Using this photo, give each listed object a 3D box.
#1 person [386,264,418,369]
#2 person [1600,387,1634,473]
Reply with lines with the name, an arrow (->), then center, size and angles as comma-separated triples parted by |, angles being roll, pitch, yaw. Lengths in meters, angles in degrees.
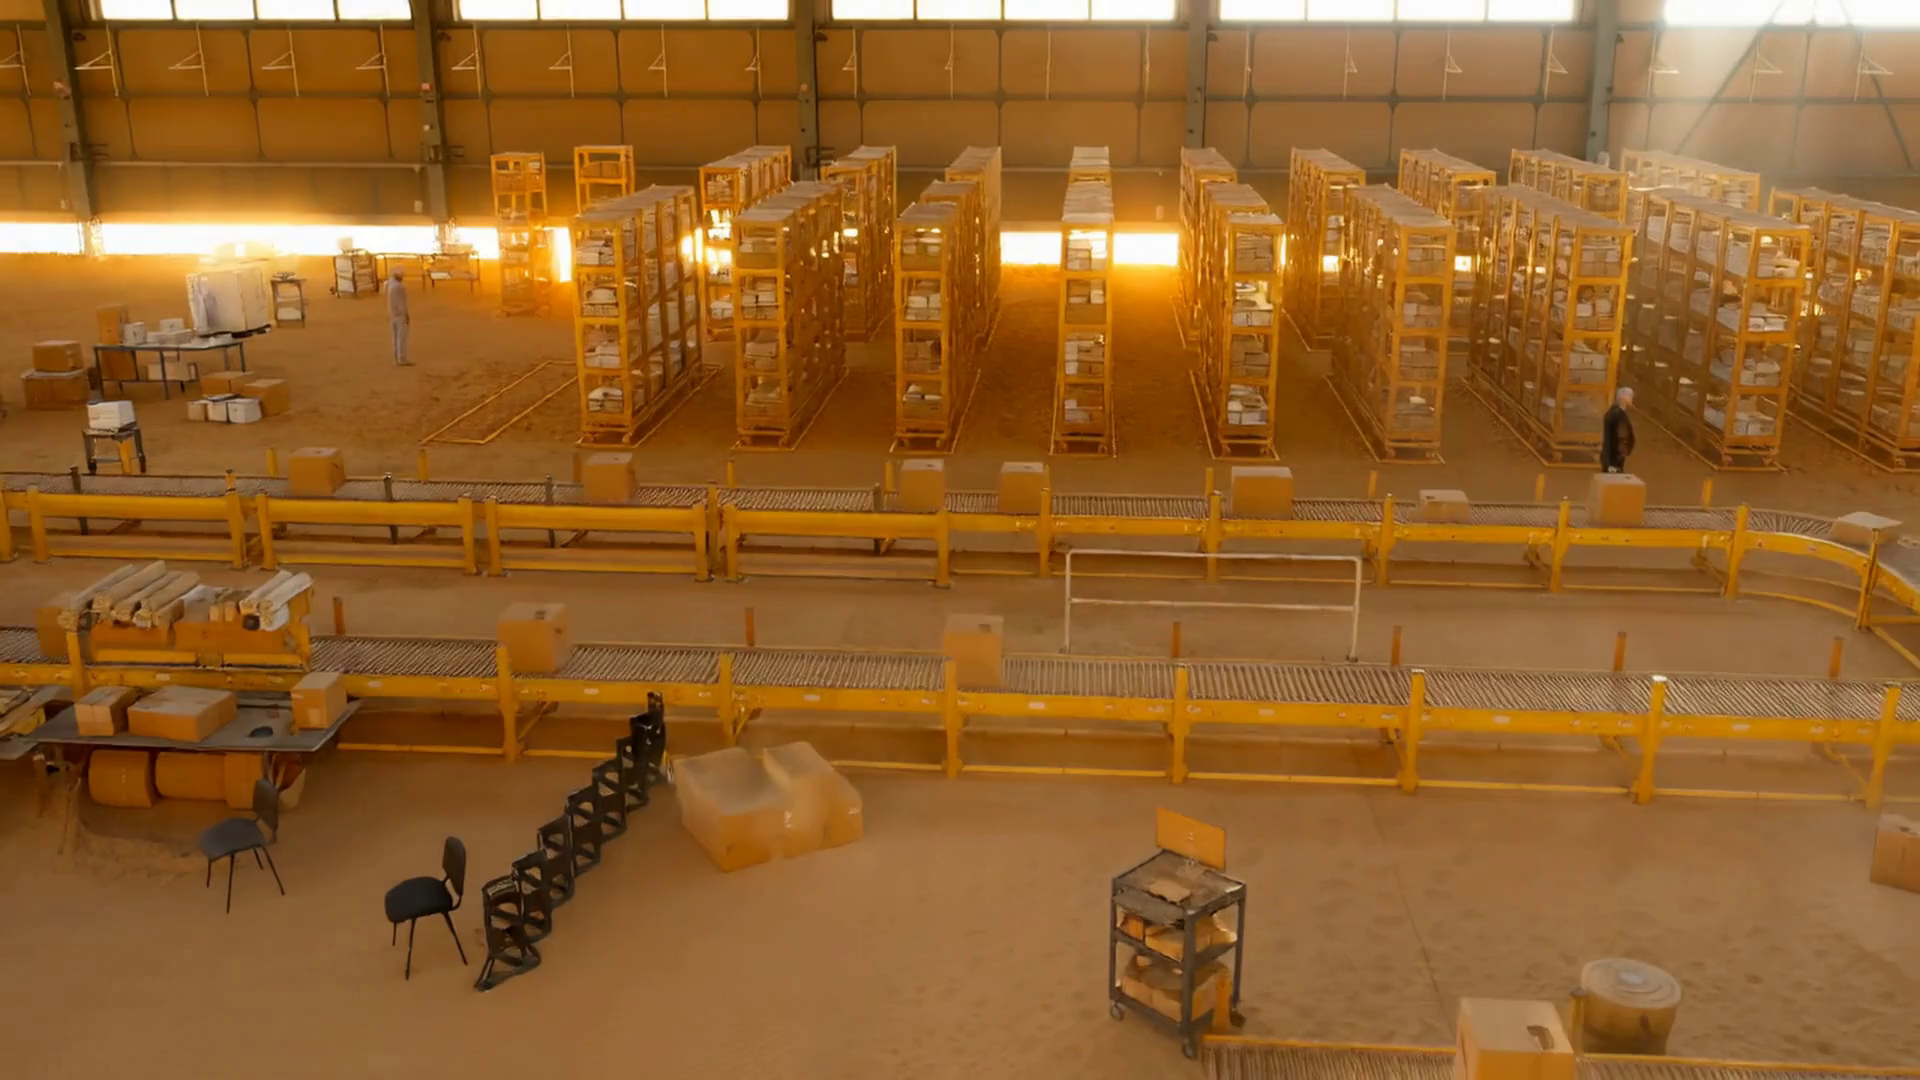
person -> -10.737, -4.280, 31.875 | 0.381, 1.995, 0.611 | -14, 23, -38
person -> 8.595, -1.058, 21.821 | 0.407, 1.919, 0.649 | 6, 18, 18
